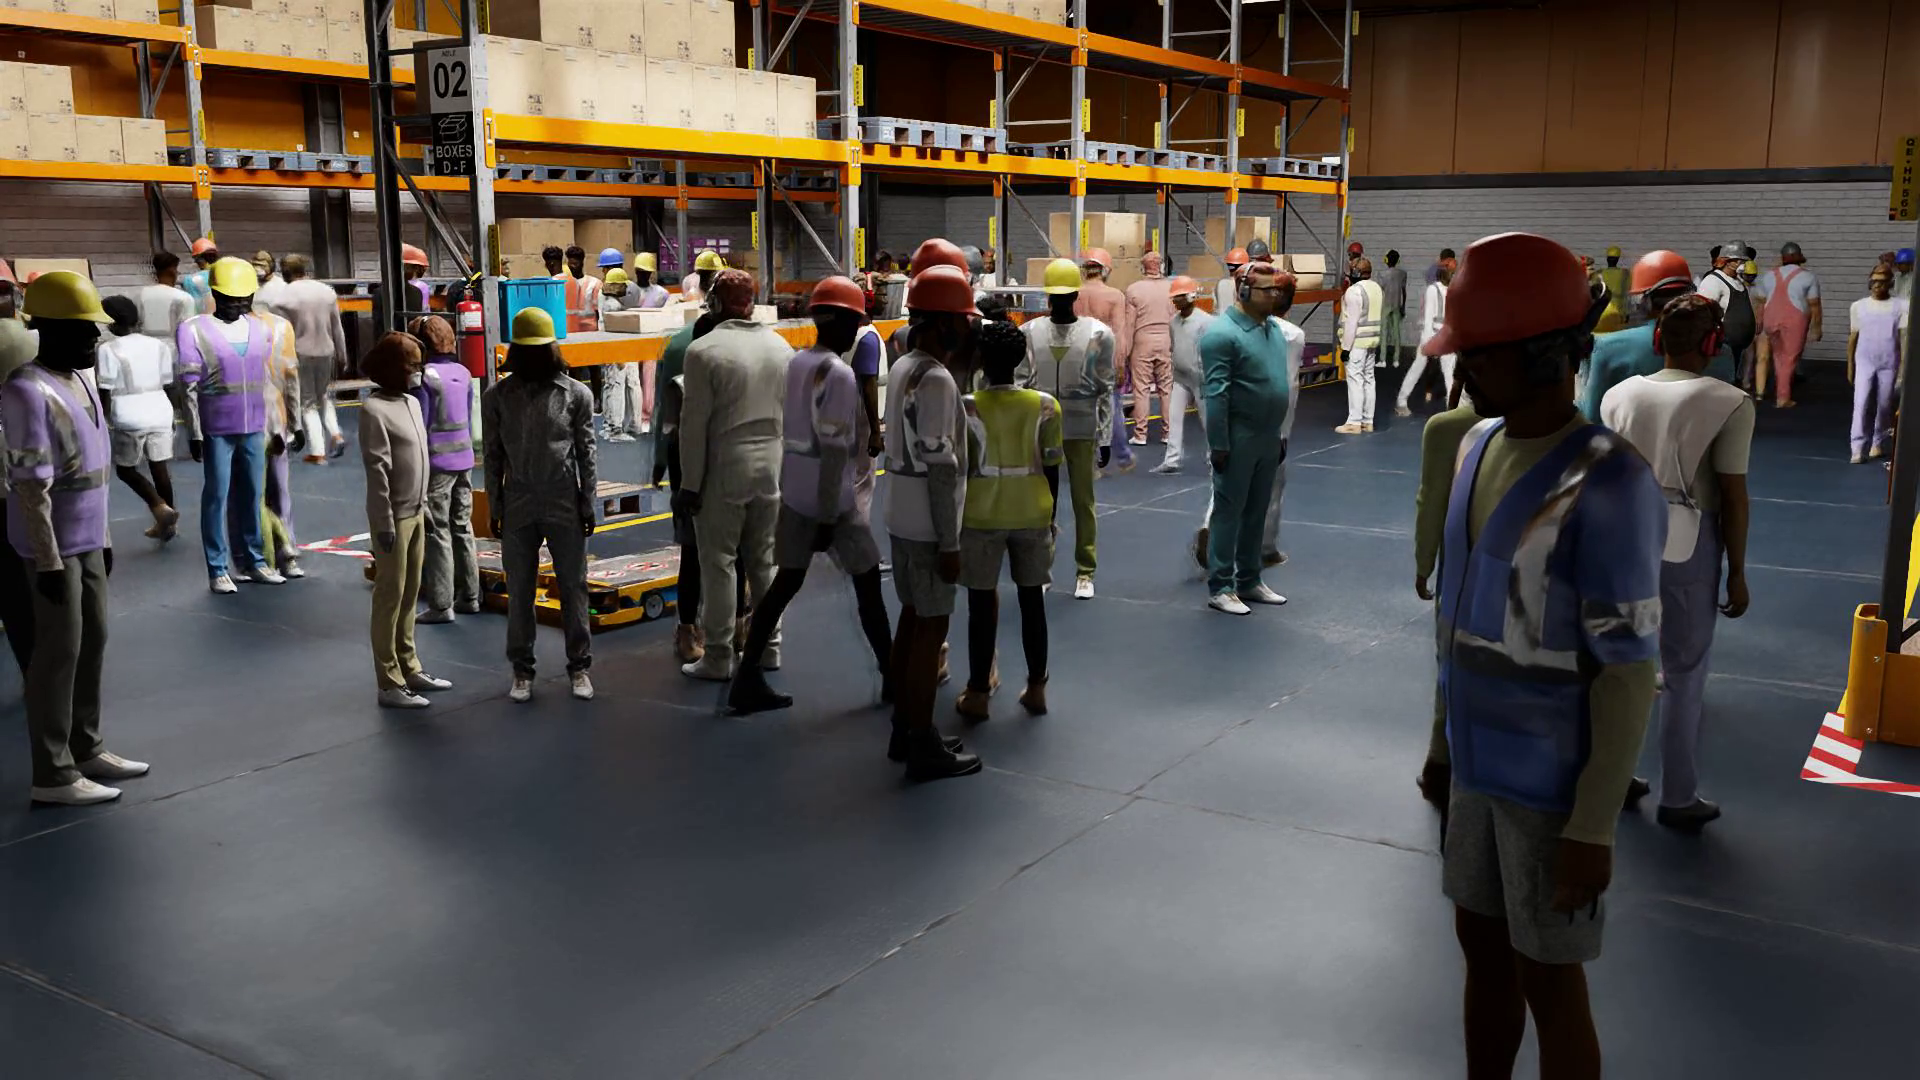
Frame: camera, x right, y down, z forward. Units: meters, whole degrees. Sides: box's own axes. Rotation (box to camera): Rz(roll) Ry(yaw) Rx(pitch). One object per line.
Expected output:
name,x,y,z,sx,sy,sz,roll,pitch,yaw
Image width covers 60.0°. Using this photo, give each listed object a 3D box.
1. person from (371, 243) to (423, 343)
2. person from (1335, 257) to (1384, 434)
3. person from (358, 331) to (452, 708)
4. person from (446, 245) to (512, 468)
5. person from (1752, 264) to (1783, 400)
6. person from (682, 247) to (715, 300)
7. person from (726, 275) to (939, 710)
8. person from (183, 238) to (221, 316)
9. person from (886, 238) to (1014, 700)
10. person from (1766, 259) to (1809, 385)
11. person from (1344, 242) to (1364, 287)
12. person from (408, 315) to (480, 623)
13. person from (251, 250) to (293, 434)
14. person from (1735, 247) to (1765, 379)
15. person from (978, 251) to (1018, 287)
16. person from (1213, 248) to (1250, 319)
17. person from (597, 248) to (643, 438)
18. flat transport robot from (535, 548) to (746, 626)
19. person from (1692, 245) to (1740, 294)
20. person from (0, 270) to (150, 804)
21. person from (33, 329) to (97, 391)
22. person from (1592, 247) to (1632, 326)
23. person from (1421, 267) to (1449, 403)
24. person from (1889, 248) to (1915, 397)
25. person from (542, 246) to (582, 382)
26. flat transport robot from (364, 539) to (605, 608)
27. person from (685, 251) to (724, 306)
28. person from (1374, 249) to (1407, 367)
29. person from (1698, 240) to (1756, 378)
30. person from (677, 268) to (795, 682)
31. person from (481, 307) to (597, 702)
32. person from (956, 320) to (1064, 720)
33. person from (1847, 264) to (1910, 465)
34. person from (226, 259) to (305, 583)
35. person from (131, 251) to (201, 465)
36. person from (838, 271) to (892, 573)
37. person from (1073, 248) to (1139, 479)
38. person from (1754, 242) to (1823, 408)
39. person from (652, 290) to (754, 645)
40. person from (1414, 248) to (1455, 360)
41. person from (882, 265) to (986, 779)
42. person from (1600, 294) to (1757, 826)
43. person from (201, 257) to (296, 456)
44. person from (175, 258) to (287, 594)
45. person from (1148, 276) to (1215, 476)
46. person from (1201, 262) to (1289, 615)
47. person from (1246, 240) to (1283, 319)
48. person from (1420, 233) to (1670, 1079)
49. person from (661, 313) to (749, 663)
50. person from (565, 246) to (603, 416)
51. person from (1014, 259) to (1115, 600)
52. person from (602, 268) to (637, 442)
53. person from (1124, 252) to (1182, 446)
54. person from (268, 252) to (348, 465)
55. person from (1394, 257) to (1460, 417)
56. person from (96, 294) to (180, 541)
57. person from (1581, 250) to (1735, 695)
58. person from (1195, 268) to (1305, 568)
person,-4.927,-1.619,14.737,0.404,1.991,0.632,4,11,20
person,4.183,-2.040,17.487,0.429,1.841,0.634,9,14,42
person,-2.442,-0.094,7.278,0.287,1.633,0.497,0,10,2
person,-4.241,-1.673,14.903,0.684,2.000,0.535,-4,11,-23
person,10.415,-2.658,21.266,0.581,1.709,0.818,6,12,31
person,-2.916,-2.431,19.385,0.630,1.940,0.372,-1,10,-6
person,-0.592,-0.190,7.158,0.949,1.878,0.539,-7,13,-35
person,-8.073,-2.226,17.966,0.375,2.042,0.608,7,12,34
person,-0.058,-0.298,7.329,0.614,2.030,0.409,4,11,21
person,11.579,-3.068,23.308,0.790,1.803,0.547,3,11,15
person,6.737,-4.112,28.579,0.613,1.986,0.407,-4,11,-23
person,-2.749,-0.376,8.854,0.314,1.631,0.525,3,11,15
person,-7.120,-2.023,17.171,0.645,1.922,0.397,3,11,15
person,11.495,-3.319,24.355,0.593,1.922,0.391,-5,11,-27
person,0.504,-2.768,21.334,0.590,1.912,0.398,7,12,33
person,3.013,-2.224,18.239,0.358,1.937,0.548,-7,13,-35
person,-3.503,-2.009,17.057,0.414,1.939,0.605,5,11,26
flat transport robot,-1.694,0.225,9.289,0.652,0.197,1.431,7,13,36
person,9.498,-2.722,20.959,0.598,1.958,0.376,-1,10,-3
person,-3.214,-0.010,6.035,0.401,1.917,0.594,-1,10,-8
person,-6.585,-0.969,12.143,0.517,1.633,0.314,-6,12,-30
person,9.896,-3.493,25.326,0.585,1.918,0.381,3,11,16
person,5.999,-2.545,20.698,0.533,1.692,0.319,4,11,21
person,12.234,-2.803,21.499,0.573,1.924,0.607,-4,11,-20
person,-4.517,-2.337,18.804,0.396,1.959,0.608,4,11,21
flat transport robot,-2.738,0.167,9.608,1.431,0.197,0.652,7,13,36
person,-2.313,-1.666,15.207,0.400,1.919,0.589,2,10,11
person,6.851,-3.680,26.494,0.530,1.871,0.323,-2,10,-9
person,7.739,-2.016,16.800,0.679,2.000,0.535,-9,13,-40
person,-1.041,-0.300,7.714,0.400,1.895,0.653,9,14,41
person,-1.831,-0.147,7.290,0.485,1.737,0.320,-2,10,-9
person,0.183,-0.077,7.030,0.533,1.692,0.321,-3,11,-15
person,8.396,-1.614,15.231,0.510,1.813,0.893,6,12,30
person,-4.206,-0.700,9.867,0.593,1.914,0.392,-7,12,-34
person,-7.251,-1.678,15.283,0.613,1.914,0.957,0,10,0
person,-0.618,-0.709,10.144,0.388,1.837,0.560,-3,11,-18
person,1.206,-1.502,14.213,0.630,1.942,0.977,6,12,30
person,10.186,-2.651,20.318,0.906,2.000,0.724,-7,13,-36
person,-1.223,-0.420,8.458,0.674,1.876,1.032,4,11,21
person,7.914,-3.864,27.497,0.701,1.893,0.643,-5,11,-27
person,-0.095,-0.065,6.297,0.388,1.930,0.543,-3,11,-16
person,2.457,0.071,5.804,0.389,1.837,0.563,-6,12,-30
person,-6.852,-1.735,15.750,0.601,1.860,1.033,6,12,32
person,-4.193,-0.659,9.626,0.382,1.917,0.585,7,12,34
person,1.998,-1.396,14.287,0.582,1.717,0.570,-7,13,-36
person,1.588,-0.557,9.094,0.409,1.905,0.652,9,14,42
person,3.477,-2.519,19.588,0.537,2.000,0.675,-8,13,-38
person,1.063,0.438,3.226,0.404,2.034,0.609,-2,10,-11
person,-1.182,-0.252,7.996,0.535,1.690,0.323,-7,12,-34
person,-4.369,-2.392,19.136,0.603,1.955,0.385,2,10,11
person,0.579,-0.618,9.398,0.586,1.920,0.397,3,11,16
person,-3.450,-1.863,16.778,0.320,1.742,0.492,-4,11,-23
person,1.890,-1.877,16.413,0.645,1.905,0.400,-2,10,-12
person,-5.876,-1.626,14.999,0.453,1.910,0.652,9,13,39
person,5.399,-2.278,18.862,0.641,1.833,1.021,-9,13,-40
person,-5.396,-0.787,11.021,0.564,1.672,0.568,5,11,26
person,2.987,-0.255,7.225,0.664,1.987,0.447,0,10,1
person,1.773,-0.707,10.055,0.590,1.861,0.777,8,13,39
